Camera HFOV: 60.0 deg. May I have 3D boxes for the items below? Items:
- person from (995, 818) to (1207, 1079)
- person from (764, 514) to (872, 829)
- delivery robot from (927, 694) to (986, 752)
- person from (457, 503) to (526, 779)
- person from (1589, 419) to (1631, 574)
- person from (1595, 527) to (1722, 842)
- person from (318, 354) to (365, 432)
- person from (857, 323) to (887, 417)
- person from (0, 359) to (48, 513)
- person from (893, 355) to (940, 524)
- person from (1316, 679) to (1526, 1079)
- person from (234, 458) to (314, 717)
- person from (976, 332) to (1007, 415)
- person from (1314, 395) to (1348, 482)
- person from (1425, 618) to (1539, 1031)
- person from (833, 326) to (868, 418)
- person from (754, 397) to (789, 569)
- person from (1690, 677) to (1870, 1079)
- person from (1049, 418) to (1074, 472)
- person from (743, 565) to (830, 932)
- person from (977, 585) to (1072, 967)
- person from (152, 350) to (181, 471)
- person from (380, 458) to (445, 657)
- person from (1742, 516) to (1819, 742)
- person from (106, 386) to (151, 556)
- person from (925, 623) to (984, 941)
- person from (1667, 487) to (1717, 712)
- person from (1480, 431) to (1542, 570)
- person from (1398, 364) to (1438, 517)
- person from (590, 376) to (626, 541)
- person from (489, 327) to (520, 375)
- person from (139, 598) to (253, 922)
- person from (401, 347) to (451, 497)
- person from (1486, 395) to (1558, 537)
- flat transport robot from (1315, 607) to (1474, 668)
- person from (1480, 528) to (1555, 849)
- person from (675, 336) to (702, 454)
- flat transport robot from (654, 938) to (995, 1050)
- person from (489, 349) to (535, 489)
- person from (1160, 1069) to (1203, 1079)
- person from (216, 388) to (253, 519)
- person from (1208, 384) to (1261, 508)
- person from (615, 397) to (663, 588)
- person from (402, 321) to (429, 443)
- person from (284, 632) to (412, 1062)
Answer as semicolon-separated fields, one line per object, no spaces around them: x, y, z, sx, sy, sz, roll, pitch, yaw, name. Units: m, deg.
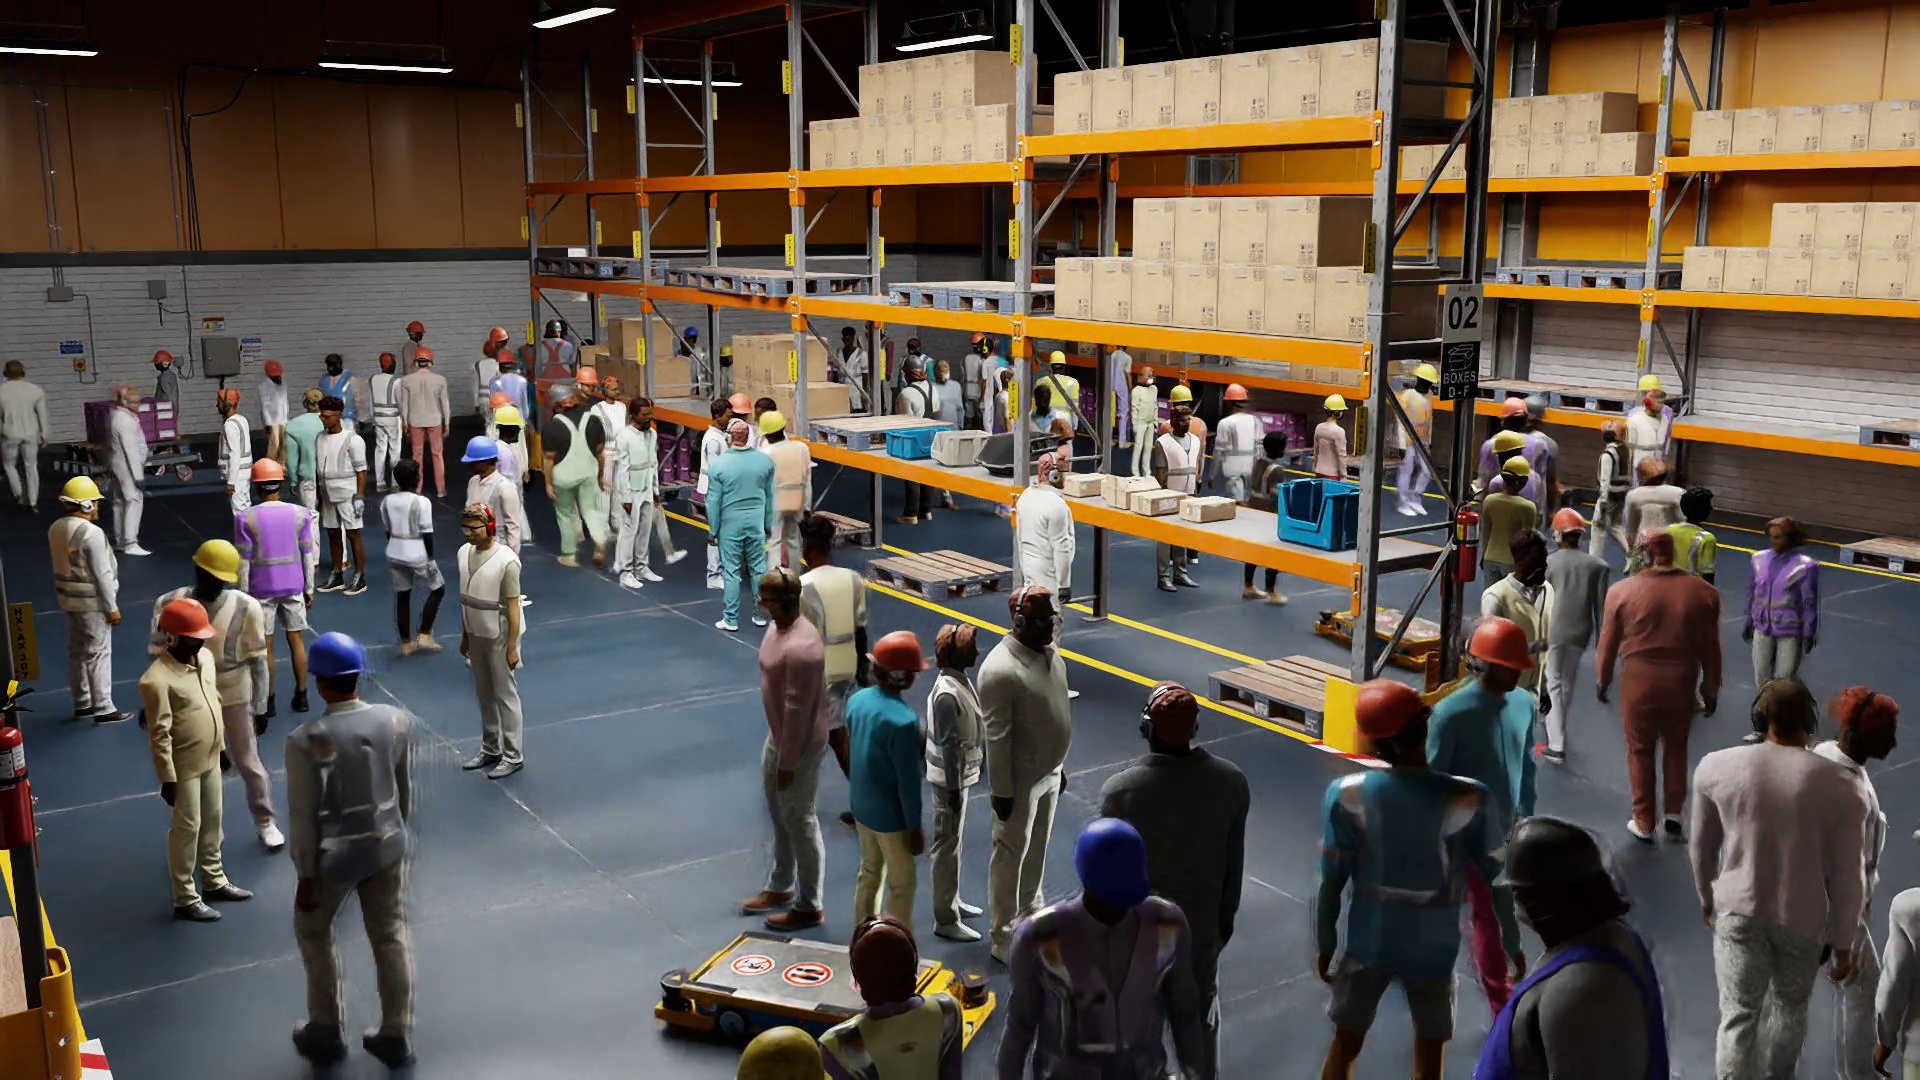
0.438;1.732;5.409;0.640;1.890;1.021;-3;12;-16;person
-0.845;0.801;10.133;0.980;1.907;0.624;8;14;37;person
-0.028;1.215;11.209;0.477;0.478;0.707;-1;11;-6;delivery robot
-3.102;0.652;11.046;0.561;1.836;0.394;9;14;37;person
6.735;-0.431;17.128;0.534;1.624;0.552;-11;15;-43;person
4.131;0.854;9.899;0.659;1.880;0.484;2;11;9;person
-8.574;-1.633;22.798;0.666;1.807;0.845;3;11;14;person
-1.608;-3.180;30.675;0.569;1.831;0.411;-2;11;-9;person
-11.745;-1.293;20.779;0.652;1.921;0.465;-9;14;-38;person
-0.588;-1.222;20.105;0.537;2.000;0.679;7;13;32;person
1.647;1.525;6.110;0.783;2.026;0.696;5;12;24;person
-5.082;0.353;12.355;0.548;1.925;0.392;-8;14;-37;person
0.553;-3.212;30.845;0.625;1.834;0.431;7;13;30;person
4.057;-0.706;18.171;0.311;1.768;0.522;-5;12;-22;person
2.337;1.267;7.653;0.625;1.948;1.042;-7;13;-32;person
-1.754;-2.414;26.398;0.611;1.964;0.362;5;12;25;person
-1.868;-0.477;16.651;0.412;1.907;0.596;-4;12;-20;person
3.240;1.486;6.647;0.640;1.874;0.992;6;12;27;person
1.030;-0.445;17.175;0.283;1.633;0.500;1;11;7;person
-0.897;1.075;8.652;0.424;1.933;0.638;-4;12;-21;person
0.354;1.160;8.260;0.409;1.909;0.639;6;13;29;person
-11.545;-1.885;24.225;0.319;1.754;0.572;-3;12;-16;person
-4.583;0.146;13.993;0.552;1.682;0.435;5;12;23;person
5.801;0.627;11.729;0.483;1.623;0.521;-6;13;-30;person
-9.128;-0.770;18.257;0.402;1.870;0.791;-9;14;-38;person
-0.027;1.230;8.587;0.309;1.641;0.513;1;11;4;person
5.465;0.439;12.490;0.317;1.696;0.539;-3;12;-17;person
4.589;0.040;13.959;0.585;1.919;0.374;-8;14;-35;person
5.611;-1.218;20.448;0.637;1.890;0.508;-8;14;-35;person
-3.987;-0.940;19.069;0.349;1.882;0.584;5;12;24;person
-6.891;-2.184;25.046;0.605;2.035;0.389;7;13;31;person
-4.028;1.149;8.756;0.353;1.737;0.571;1;11;5;person
-7.028;-1.544;21.916;0.637;1.986;0.414;-3;11;-14;person
5.317;-0.363;15.707;0.689;2.000;0.536;9;14;38;person
3.737;0.810;14.249;0.652;0.197;1.431;-5;12;-23;flat transport robot
3.242;0.870;9.713;0.590;1.919;0.392;-9;14;-39;person
-4.246;-2.245;25.856;0.345;1.840;0.502;8;14;35;person
-0.620;2.097;7.661;1.431;0.197;0.652;4;12;20;flat transport robot
-6.065;-1.624;22.515;0.550;1.912;0.841;-9;14;-40;person
0.479;2.060;3.309;0.689;2.000;0.889;-1;11;-6;person
-7.710;-0.674;17.705;0.345;1.882;0.584;-3;11;-13;person
3.031;-0.762;18.175;0.562;1.880;1.052;-7;13;-33;person
-3.232;-0.483;16.681;0.411;1.909;0.593;5;12;24;person
-8.897;-2.584;27.234;0.414;1.985;0.616;1;11;4;person
-2.722;1.336;7.310;0.732;1.919;0.639;8;14;37;person
